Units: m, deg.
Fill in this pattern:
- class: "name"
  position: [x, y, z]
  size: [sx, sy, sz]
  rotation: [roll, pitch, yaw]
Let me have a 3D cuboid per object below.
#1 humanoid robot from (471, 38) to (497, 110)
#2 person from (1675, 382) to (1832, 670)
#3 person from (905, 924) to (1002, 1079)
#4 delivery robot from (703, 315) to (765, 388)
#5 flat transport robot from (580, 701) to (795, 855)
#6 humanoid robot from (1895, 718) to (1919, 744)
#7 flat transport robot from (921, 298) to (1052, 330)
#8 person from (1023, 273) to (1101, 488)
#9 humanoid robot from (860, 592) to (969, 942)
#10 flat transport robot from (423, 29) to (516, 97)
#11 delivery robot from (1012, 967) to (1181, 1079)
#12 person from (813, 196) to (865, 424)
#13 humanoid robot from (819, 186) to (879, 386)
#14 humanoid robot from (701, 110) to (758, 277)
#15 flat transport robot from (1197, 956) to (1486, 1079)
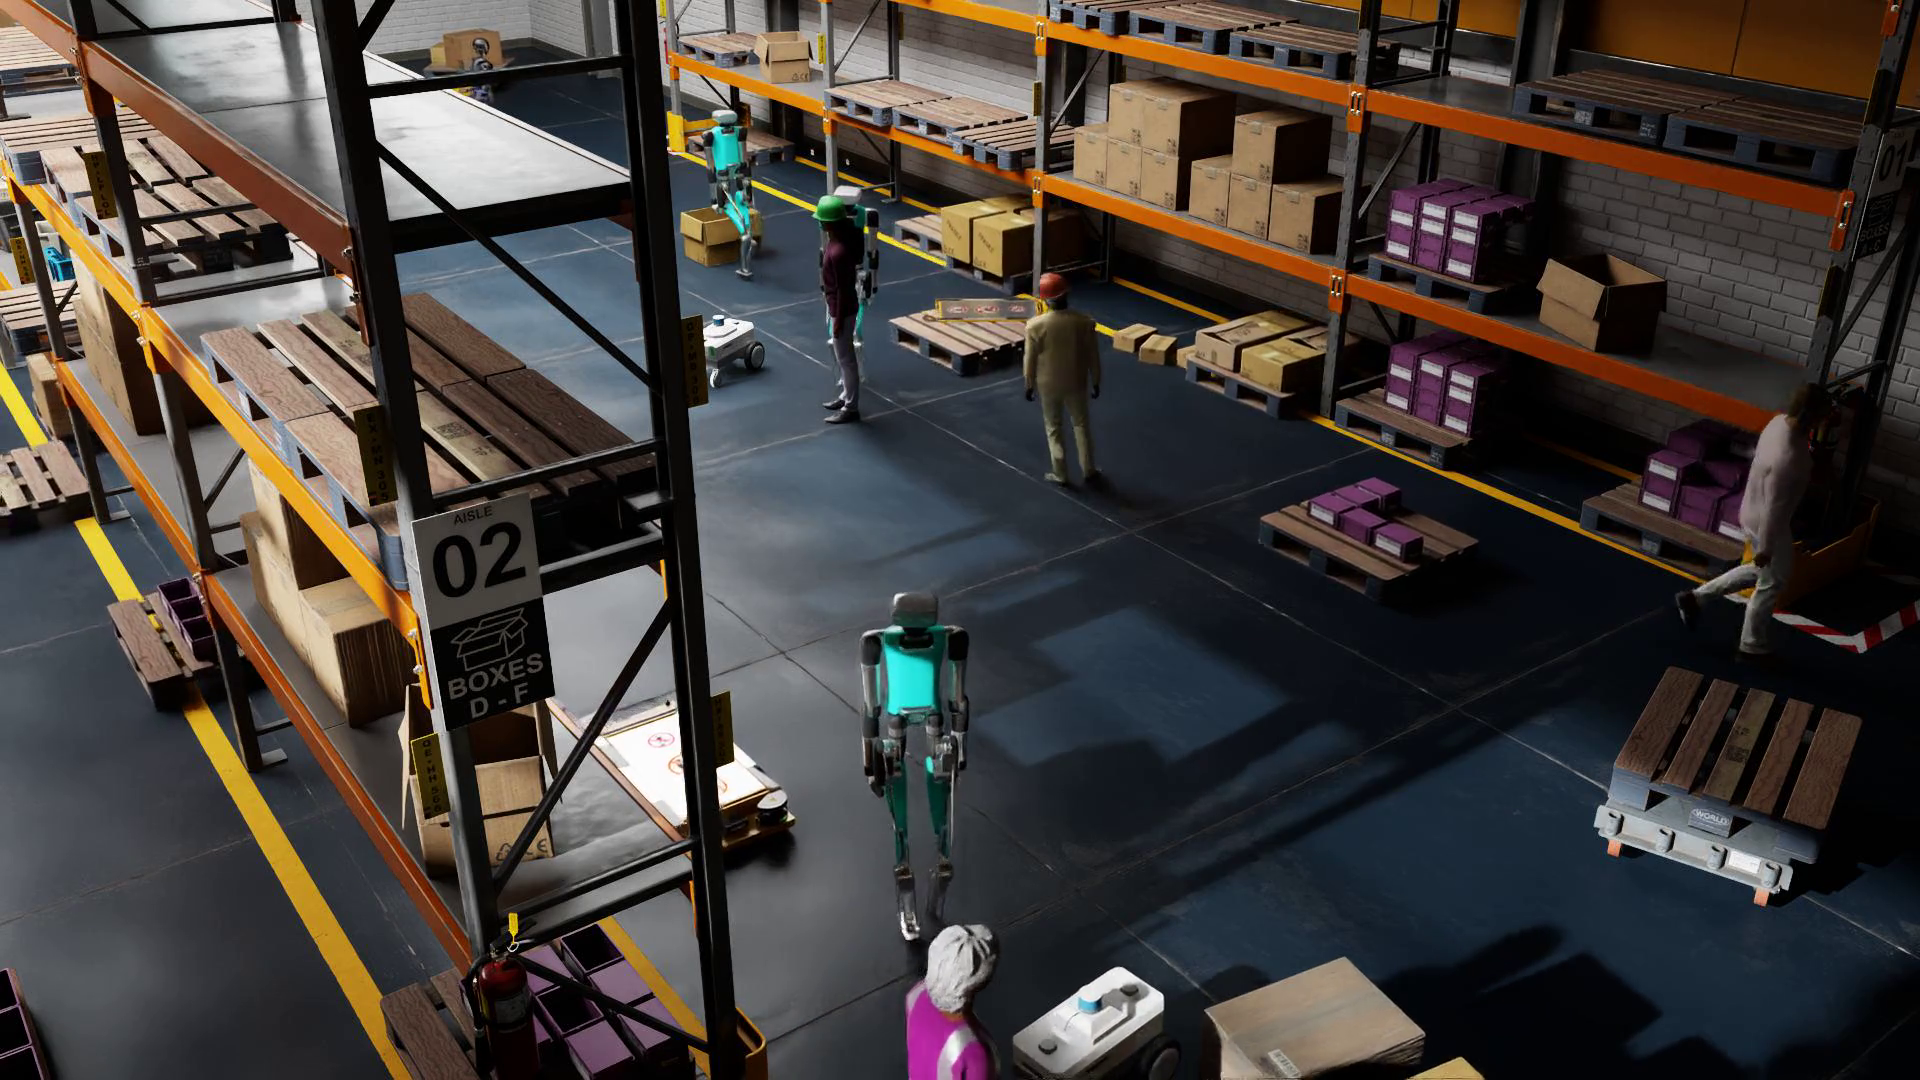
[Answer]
- class: "humanoid robot"
  position: [-6.354, -5.783, 21.971]
  size: [0.718, 1.644, 0.595]
  rotation: [-14, 30, -26]
- class: "person"
  position: [4.972, -0.100, 10.347]
  size: [0.627, 1.915, 0.637]
  rotation: [8, 28, 16]
- class: "person"
  position: [-0.062, 2.141, 5.988]
  size: [0.608, 1.830, 0.531]
  rotation: [-12, 29, -22]
- class: "delivery robot"
  position: [-2.175, -1.756, 15.155]
  size: [0.499, 0.589, 0.782]
  rotation: [13, 29, 24]
- class: "flat transport robot"
  position: [-1.574, 1.317, 9.367]
  size: [0.659, 0.231, 1.431]
  rotation: [-18, 32, -31]
- class: "humanoid robot"
  position: [5.799, 0.417, 9.583]
  size: [0.352, 1.649, 0.609]
  rotation: [14, 30, 25]
- class: "flat transport robot"
  position: [0.338, -2.158, 16.279]
  size: [1.431, 0.231, 0.659]
  rotation: [-1, 27, -2]
- class: "person"
  position: [0.781, -1.224, 12.810]
  size: [0.609, 1.721, 0.339]
  rotation: [-4, 27, -8]
- class: "humanoid robot"
  position: [-0.187, 1.201, 8.019]
  size: [0.541, 1.820, 0.805]
  rotation: [-4, 27, -8]
- class: "flat transport robot"
  position: [-7.727, -7.249, 26.405]
  size: [0.659, 0.231, 1.431]
  rotation: [0, 27, 1]
- class: "delivery robot"
  position: [0.563, 2.202, 7.272]
  size: [0.769, 0.580, 0.499]
  rotation: [-23, 34, -38]
- class: "person"
  position: [-0.996, -1.928, 13.956]
  size: [0.422, 1.949, 0.490]
  rotation: [-1, 27, -2]
- class: "humanoid robot"
  position: [-0.993, -2.159, 14.697]
  size: [0.543, 1.848, 0.660]
  rotation: [1, 27, 3]
- class: "humanoid robot"
  position: [-2.288, -3.535, 17.474]
  size: [0.540, 1.848, 0.783]
  rotation: [-22, 34, -37]
- class: "flat transport robot"
  position: [1.375, 2.774, 6.471]
  size: [1.431, 0.231, 0.659]
  rotation: [-13, 29, -24]
